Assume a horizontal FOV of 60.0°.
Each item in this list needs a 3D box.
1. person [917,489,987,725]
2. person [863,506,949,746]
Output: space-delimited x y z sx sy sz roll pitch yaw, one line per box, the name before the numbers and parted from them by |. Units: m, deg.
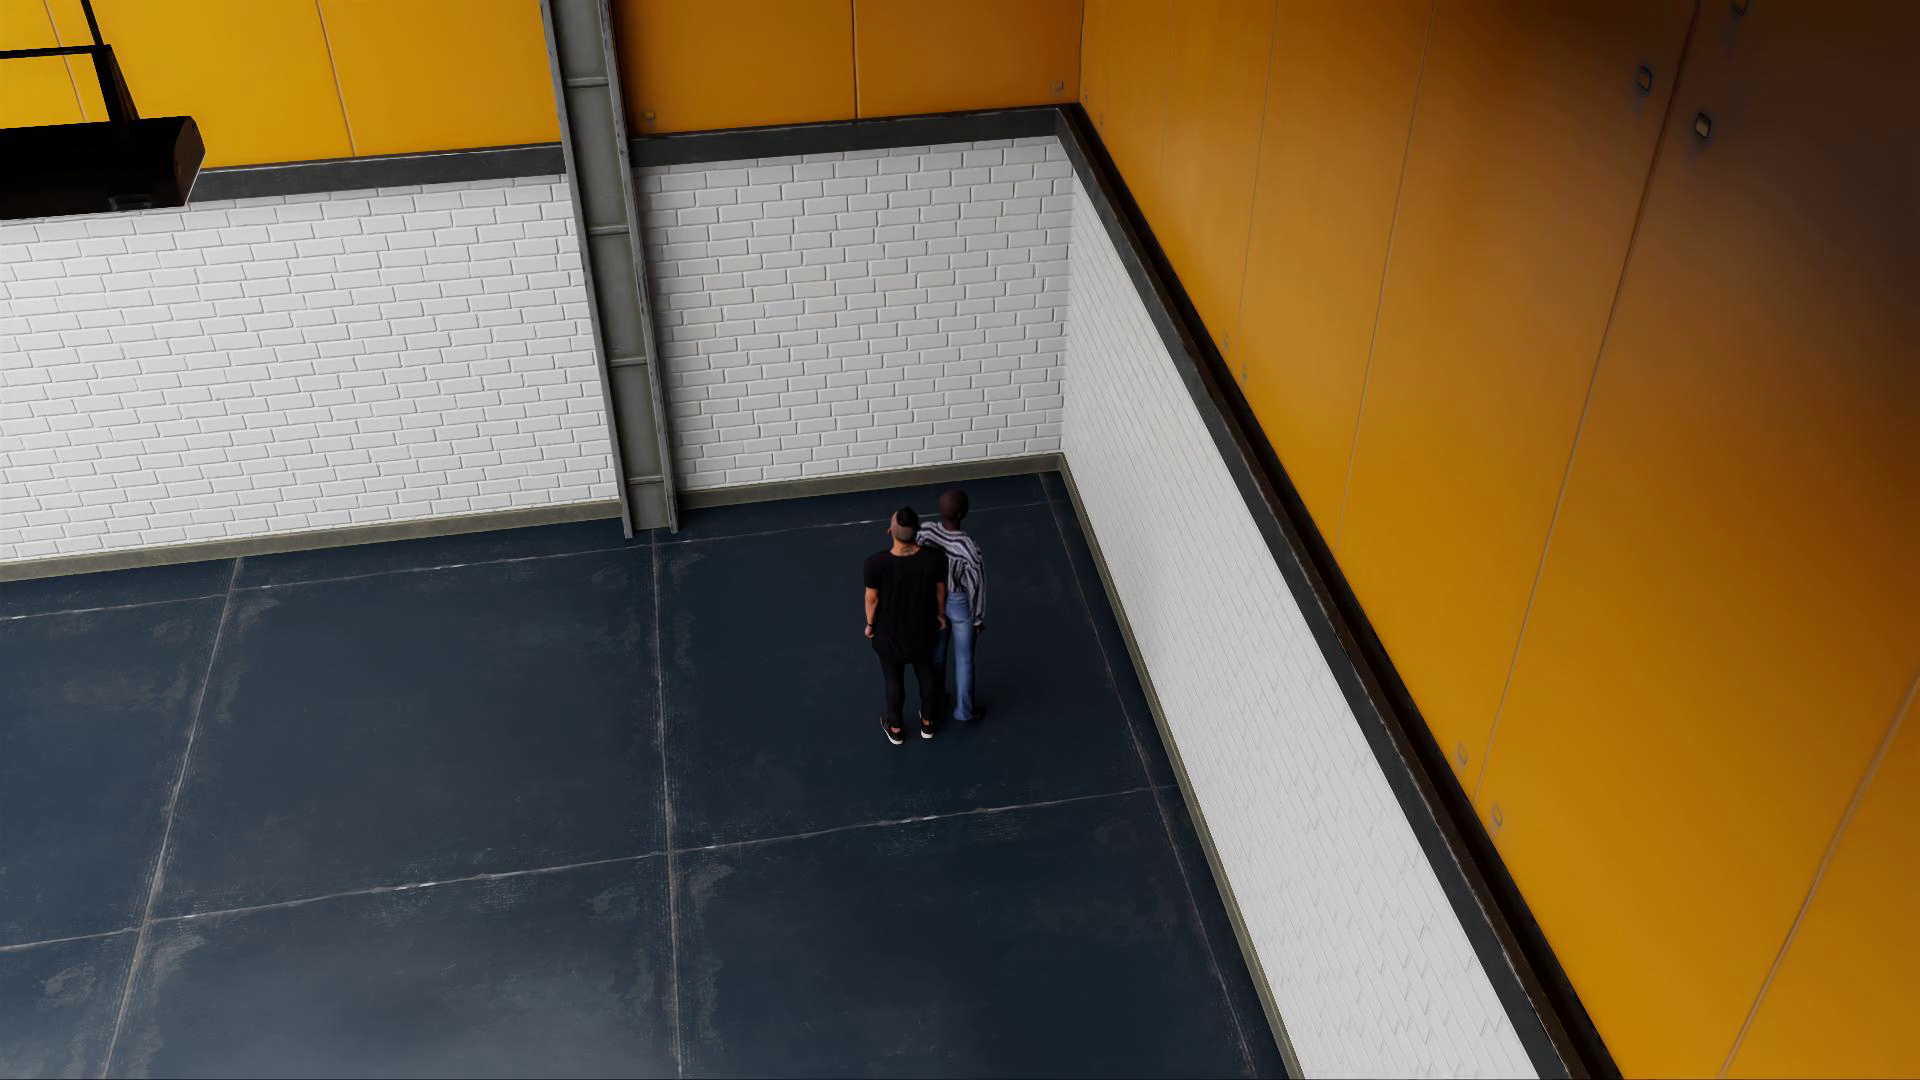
person | -0.049 0.424 10.374 0.696 1.794 0.756 23 44 26
person | -0.329 0.502 10.220 0.537 1.865 0.756 -9 40 -12
